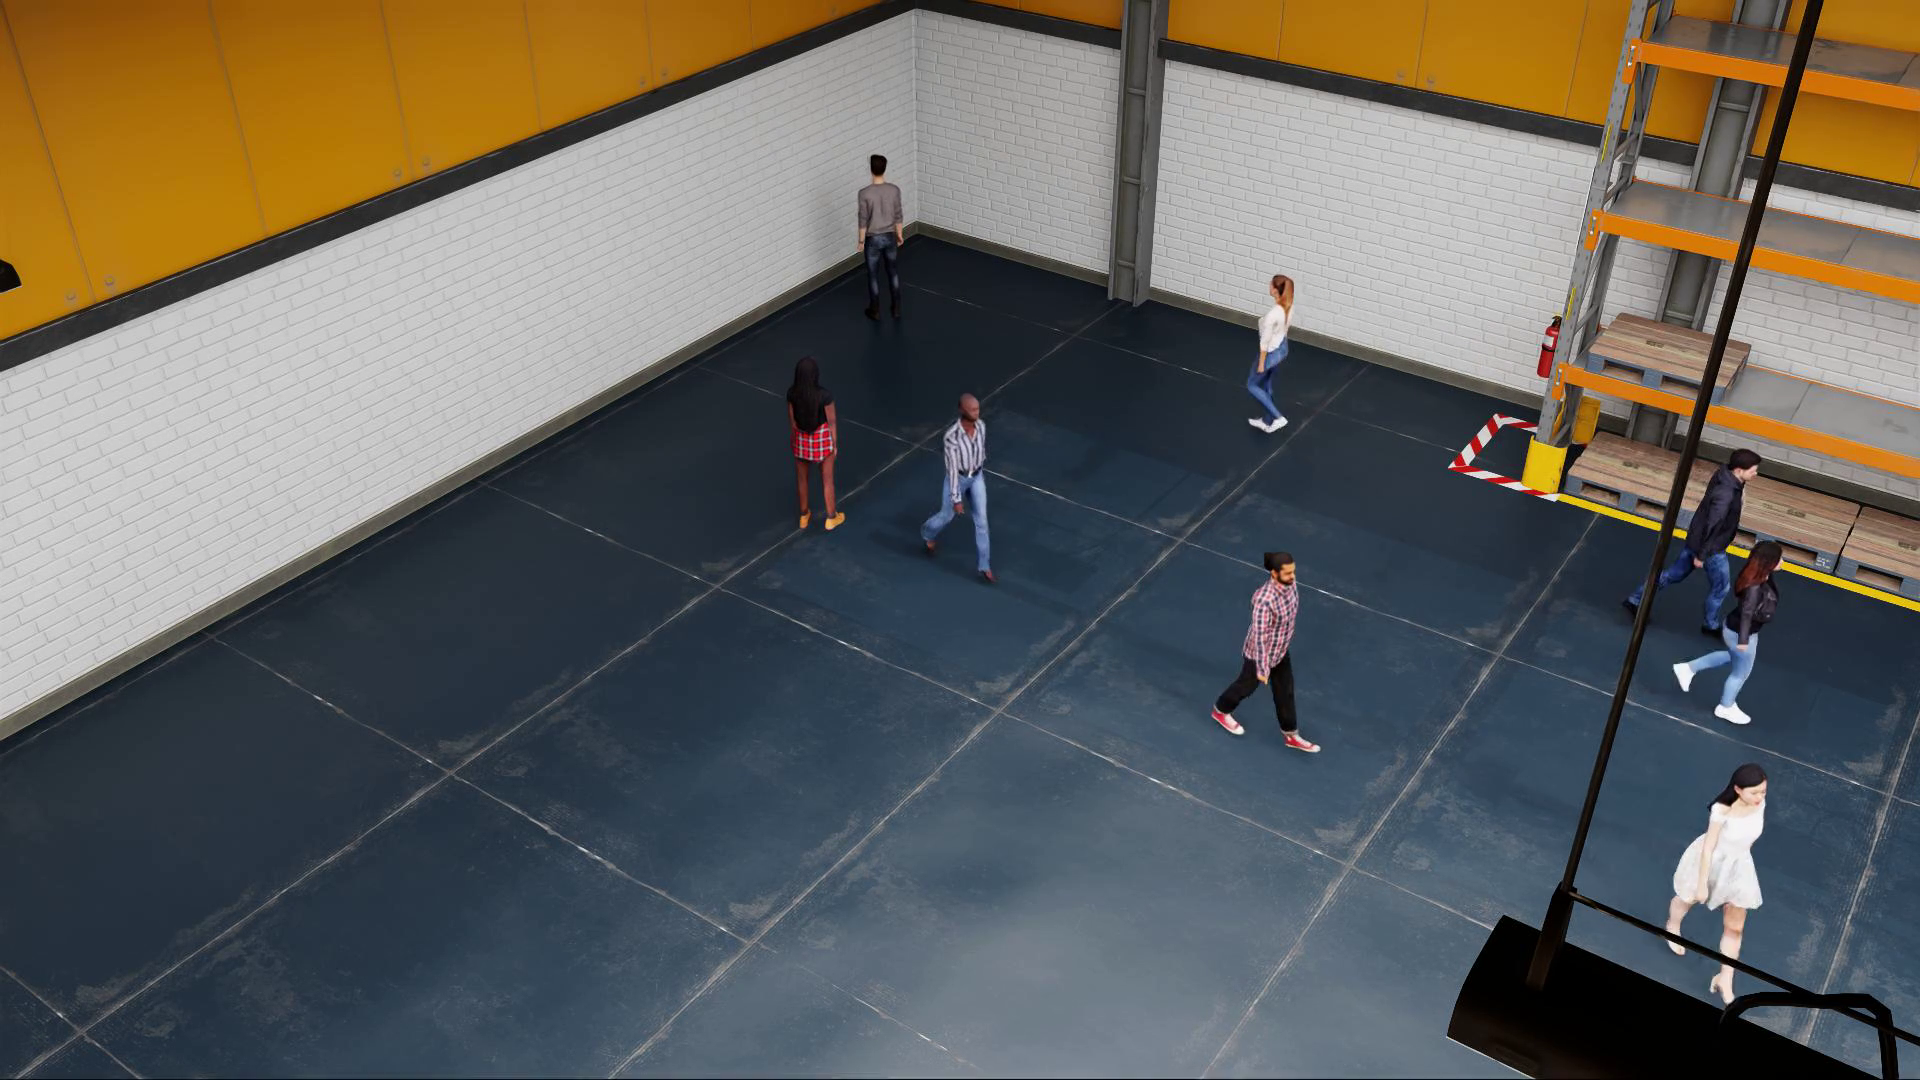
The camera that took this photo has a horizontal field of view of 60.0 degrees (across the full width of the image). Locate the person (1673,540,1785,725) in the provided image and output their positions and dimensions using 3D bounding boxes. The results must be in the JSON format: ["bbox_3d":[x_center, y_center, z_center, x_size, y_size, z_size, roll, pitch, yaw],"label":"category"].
[{"bbox_3d":[5.941,0.681,12.794,0.916,1.616,0.723,15,37,22],"label":"person"}]

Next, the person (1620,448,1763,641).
[{"bbox_3d":[6.004,0.012,13.599,1.286,1.838,0.935,9,35,13],"label":"person"}]

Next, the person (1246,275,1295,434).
[{"bbox_3d":[3.142,-1.785,16.420,0.732,1.709,0.658,26,41,33],"label":"person"}]

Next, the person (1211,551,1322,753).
[{"bbox_3d":[2.241,0.804,12.511,1.148,1.725,0.773,26,41,33],"label":"person"}]

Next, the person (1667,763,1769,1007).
[{"bbox_3d":[4.761,2.057,10.609,0.967,1.744,1.070,-9,35,-13],"label":"person"}]

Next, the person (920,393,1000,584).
[{"bbox_3d":[-0.045,-0.481,14.417,0.823,1.755,1.177,-25,41,-32],"label":"person"}]

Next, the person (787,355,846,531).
[{"bbox_3d":[-1.327,-0.878,15.038,0.666,1.728,0.769,6,34,9],"label":"person"}]

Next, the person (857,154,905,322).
[{"bbox_3d":[-0.891,-3.382,18.647,0.776,1.903,0.784,-11,35,-16],"label":"person"}]
